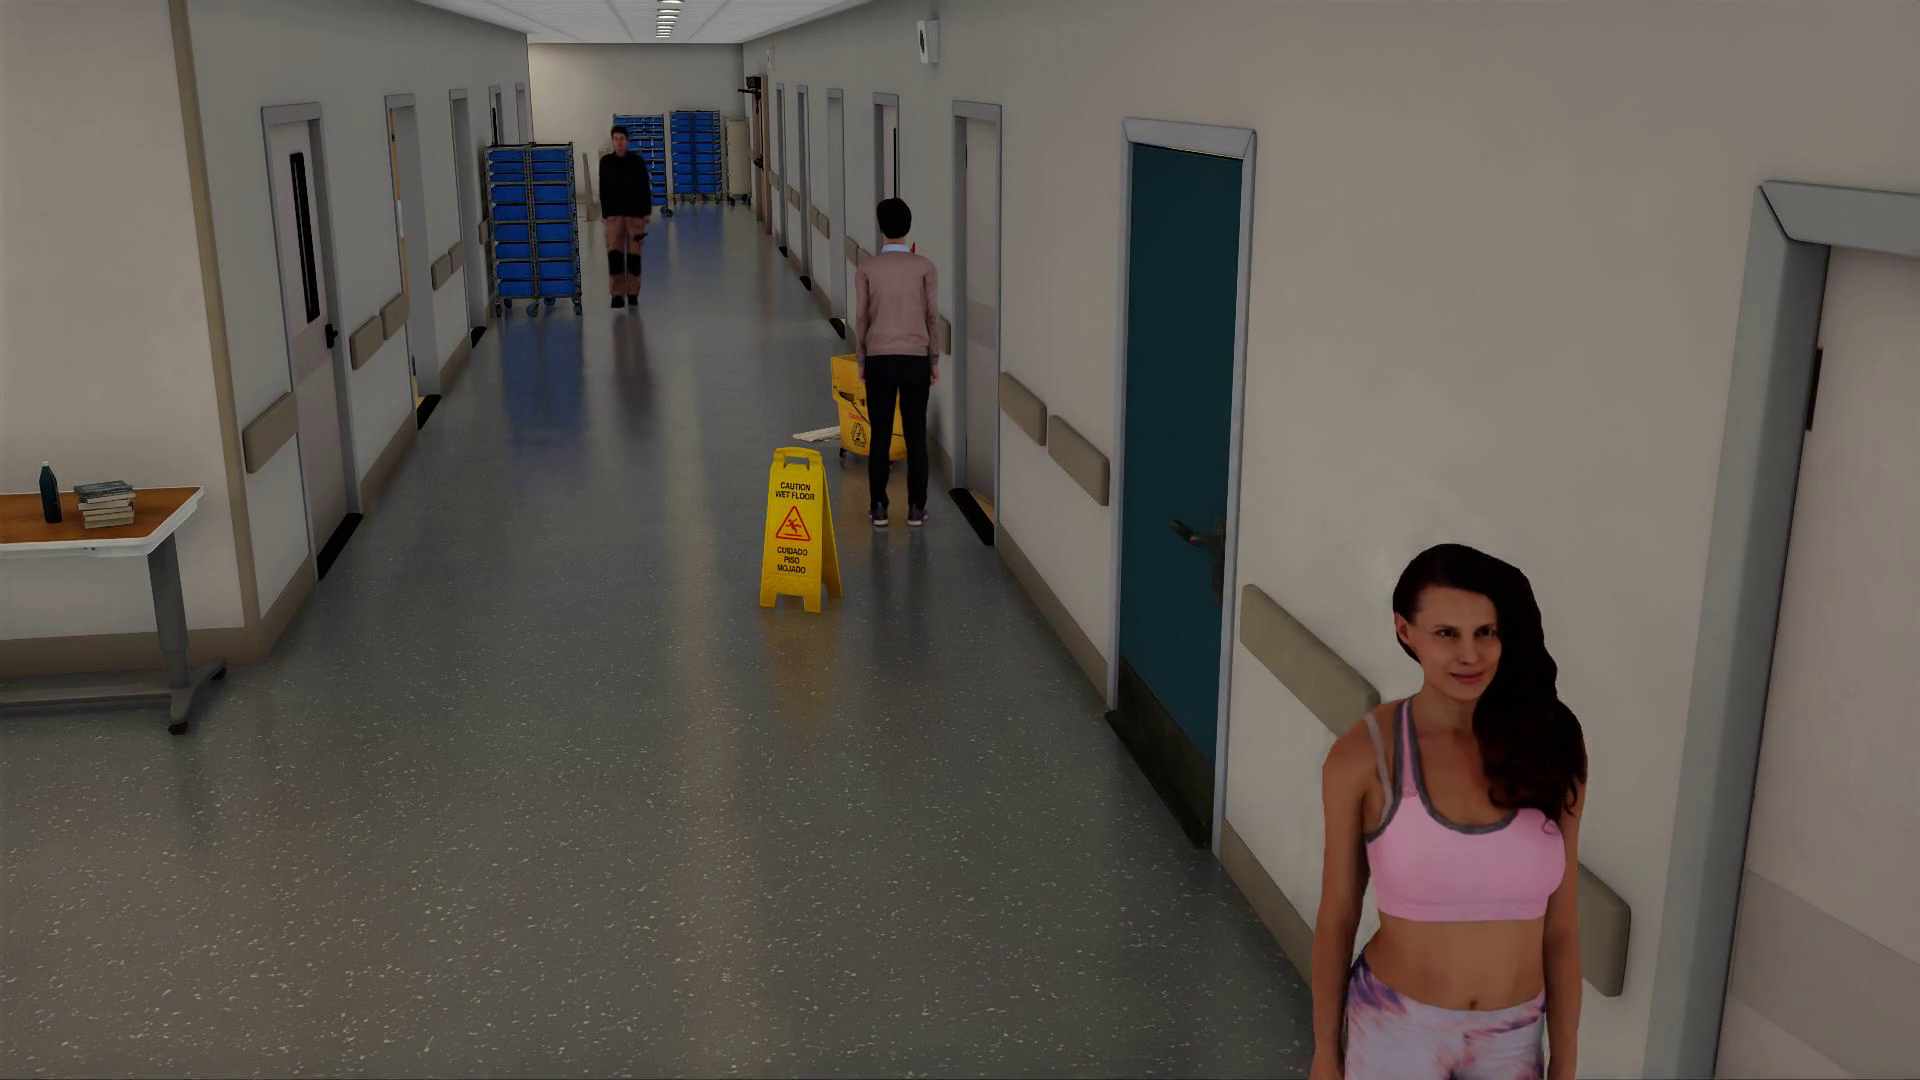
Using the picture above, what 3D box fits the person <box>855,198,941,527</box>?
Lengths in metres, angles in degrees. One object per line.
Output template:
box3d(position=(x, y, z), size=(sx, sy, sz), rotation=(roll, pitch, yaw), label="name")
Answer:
box3d(position=(-0.348, -0.982, 9.244), size=(0.666, 1.806, 0.608), rotation=(0, 16, 2), label="person")

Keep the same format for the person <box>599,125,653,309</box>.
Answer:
box3d(position=(-3.558, -3.444, 17.797), size=(0.683, 1.901, 0.948), rotation=(-3, 16, -10), label="person")

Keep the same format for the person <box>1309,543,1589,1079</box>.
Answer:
box3d(position=(0.810, 0.851, 2.859), size=(0.634, 1.741, 1.104), rotation=(-1, 16, -4), label="person")
